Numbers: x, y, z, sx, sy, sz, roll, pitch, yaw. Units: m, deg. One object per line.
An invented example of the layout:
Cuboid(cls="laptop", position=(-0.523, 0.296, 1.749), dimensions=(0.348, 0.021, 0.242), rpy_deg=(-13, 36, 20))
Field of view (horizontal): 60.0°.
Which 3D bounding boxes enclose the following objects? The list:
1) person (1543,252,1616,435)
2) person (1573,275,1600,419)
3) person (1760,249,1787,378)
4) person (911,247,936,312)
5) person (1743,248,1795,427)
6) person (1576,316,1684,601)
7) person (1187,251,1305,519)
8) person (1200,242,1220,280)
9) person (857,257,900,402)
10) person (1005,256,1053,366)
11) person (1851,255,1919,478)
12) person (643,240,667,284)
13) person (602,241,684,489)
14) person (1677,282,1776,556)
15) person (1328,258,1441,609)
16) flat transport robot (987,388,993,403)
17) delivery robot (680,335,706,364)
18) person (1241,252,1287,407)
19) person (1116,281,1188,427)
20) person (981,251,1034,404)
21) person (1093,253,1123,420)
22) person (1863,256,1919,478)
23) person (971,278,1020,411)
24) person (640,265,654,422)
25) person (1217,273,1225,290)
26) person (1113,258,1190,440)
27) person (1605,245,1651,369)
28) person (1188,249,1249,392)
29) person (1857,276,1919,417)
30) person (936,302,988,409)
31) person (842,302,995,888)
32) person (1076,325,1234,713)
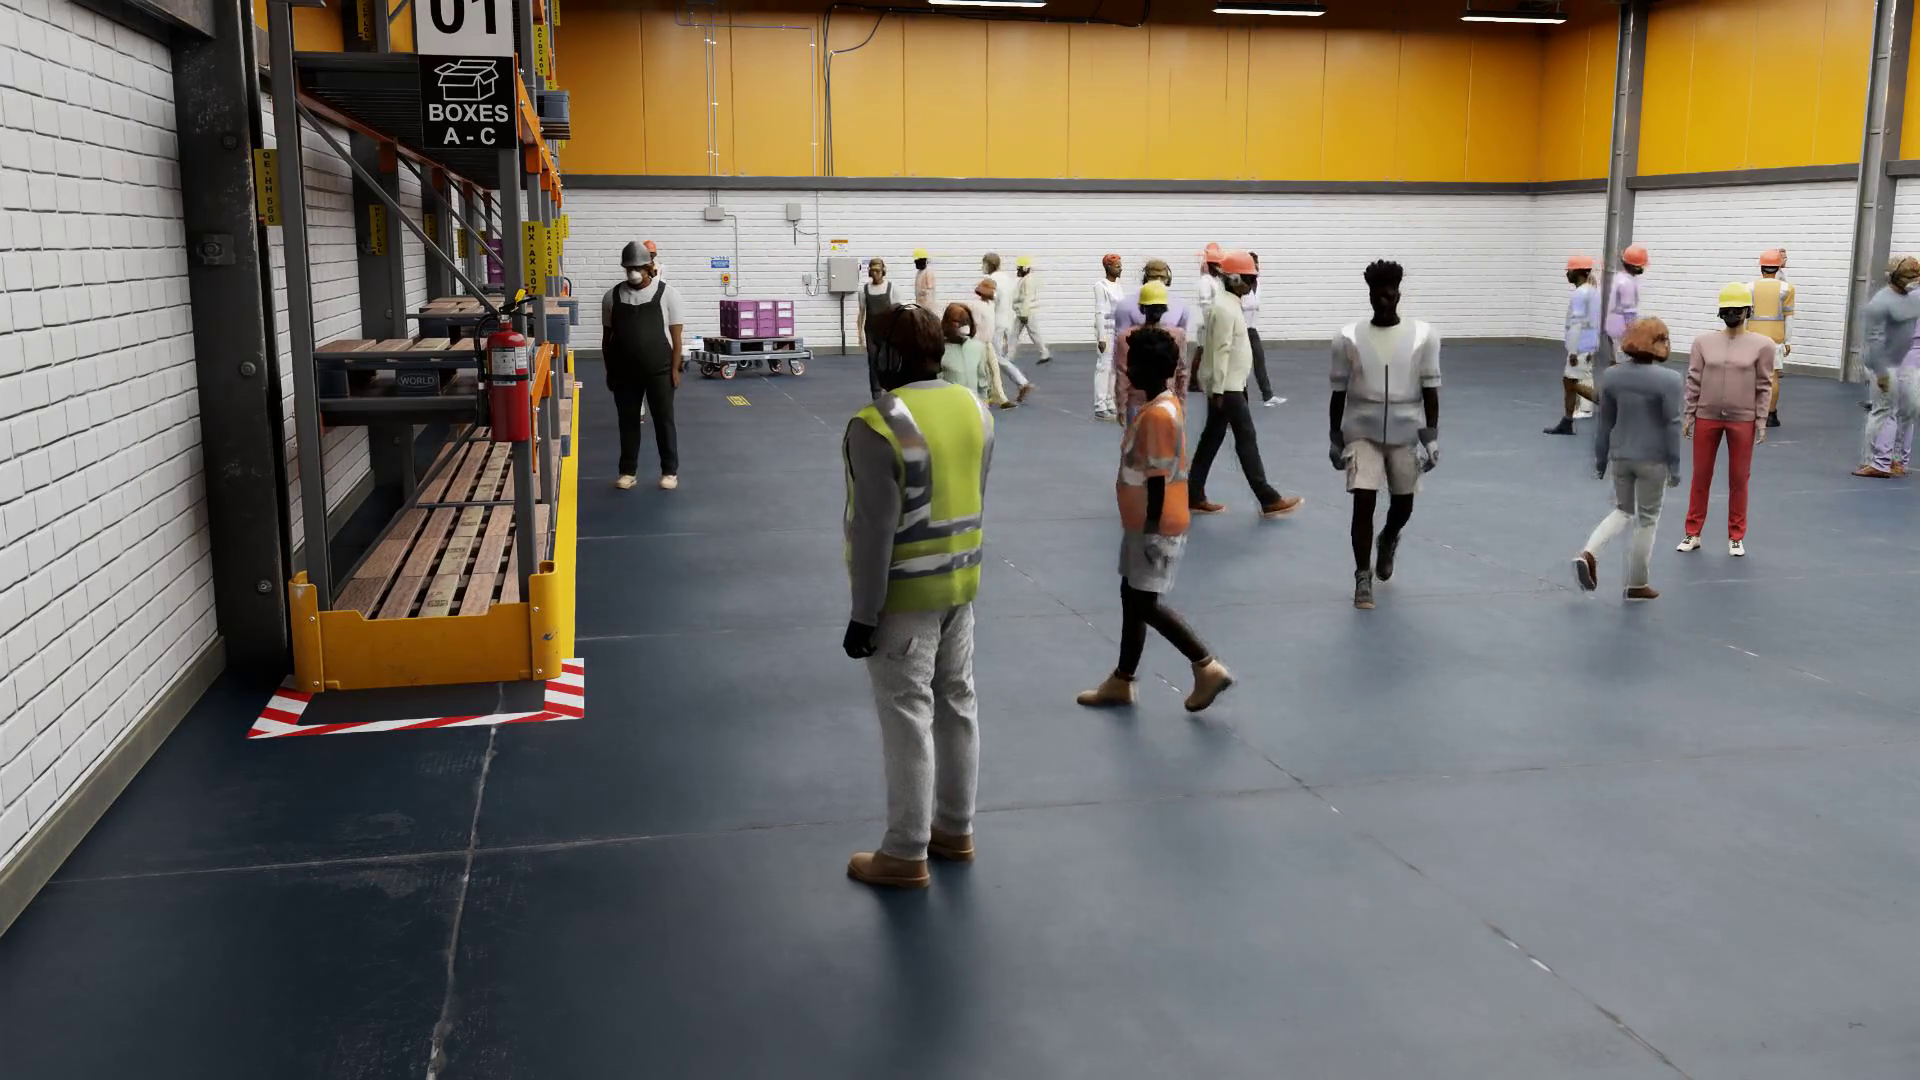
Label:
Cuboid(cls="person", position=(6.491, -2.012, 17.212), dimensions=(0.727, 1.914, 0.550), rpy_deg=(7, 12, 32))
Cuboid(cls="person", position=(7.153, -2.206, 19.042), dimensions=(0.311, 1.638, 0.522), rpy_deg=(4, 11, 19))
Cuboid(cls="person", position=(12.132, -3.379, 24.803), dimensions=(0.408, 1.908, 0.638), rpy_deg=(2, 11, 13))
Cuboid(cls="person", position=(-0.646, -3.802, 27.127), dimensions=(0.532, 1.907, 0.616), rpy_deg=(-4, 11, -23))
Cuboid(cls="person", position=(8.807, -2.204, 18.195), dimensions=(0.545, 1.943, 0.347), rpy_deg=(6, 12, 29))
Cuboid(cls="person", position=(3.771, -0.440, 9.319), dimensions=(0.477, 1.620, 0.504), rpy_deg=(-6, 12, -30))
Cuboid(cls="person", position=(2.082, -1.130, 12.221), dimensions=(0.908, 1.950, 0.641), rpy_deg=(2, 10, 8))
Cuboid(cls="person", position=(4.524, -4.366, 30.027), dimensions=(0.380, 1.993, 0.610), rpy_deg=(-2, 11, -13))
Cuboid(cls="person", position=(-0.971, -2.472, 19.989), dimensions=(0.541, 1.829, 0.423), rpy_deg=(1, 10, 5))
Cuboid(cls="person", position=(1.083, -3.707, 26.948), dimensions=(0.911, 1.792, 0.603), rpy_deg=(-2, 10, -10))
Cuboid(cls="person", position=(8.014, -1.484, 14.299), dimensions=(0.641, 1.908, 0.407), rpy_deg=(-6, 12, -31))
Cuboid(cls="person", position=(-5.174, -3.993, 27.881), dimensions=(0.611, 2.032, 0.419), rpy_deg=(-7, 12, -34))
Cuboid(cls="person", position=(-2.607, -1.425, 13.601), dimensions=(0.680, 2.000, 0.535), rpy_deg=(0, 10, 2))
Cuboid(cls="person", position=(4.962, -0.778, 10.780), dimensions=(0.522, 1.769, 0.310), rpy_deg=(6, 12, 31))
Cuboid(cls="person", position=(2.389, -0.617, 9.405), dimensions=(0.625, 1.941, 0.765), rpy_deg=(2, 10, 9))
Cuboid(cls="flat transport robot", position=(-0.062, -1.874, 20.996), dimensions=(0.652, 0.197, 1.431), rpy_deg=(-2, 10, -12))
Cuboid(cls="delivery robot", position=(-4.048, -2.944, 25.879), dimensions=(0.707, 0.478, 0.477), rpy_deg=(-4, 11, -23))
Cuboid(cls="person", position=(3.552, -2.536, 20.197), dimensions=(0.610, 1.871, 0.961), rpy_deg=(-10, 14, -43))
Cuboid(cls="person", position=(1.361, -0.949, 11.753), dimensions=(0.537, 1.746, 0.391), rpy_deg=(-1, 10, -7))
Cuboid(cls="person", position=(0.474, -2.638, 20.708), dimensions=(0.924, 1.905, 0.630), rpy_deg=(3, 11, 16))
Cuboid(cls="person", position=(1.711, -2.307, 18.932), dimensions=(0.356, 1.883, 0.573), rpy_deg=(5, 12, 27))
Cuboid(cls="person", position=(7.931, -1.450, 14.129), dimensions=(0.718, 1.897, 0.485), rpy_deg=(-6, 12, -30))
Cuboid(cls="person", position=(0.267, -2.334, 19.909), dimensions=(0.897, 1.582, 0.525), rpy_deg=(6, 12, 30))
Cuboid(cls="person", position=(-3.519, -2.211, 18.543), dimensions=(0.571, 1.881, 0.526), rpy_deg=(-1, 10, -7))
Cuboid(cls="person", position=(4.632, -4.067, 29.254), dimensions=(0.582, 1.684, 0.540), rpy_deg=(-5, 11, -25))
Cuboid(cls="person", position=(1.539, -1.340, 13.536), dimensions=(0.631, 1.907, 0.943), rpy_deg=(0, 10, -3))
Cuboid(cls="person", position=(7.511, -2.337, 18.835), dimensions=(0.395, 1.991, 0.756), rpy_deg=(2, 10, 11))
Cuboid(cls="person", position=(3.451, -2.900, 22.138), dimensions=(0.907, 1.902, 0.576), rpy_deg=(6, 12, 30))
Cuboid(cls="person", position=(10.940, -2.325, 19.305), dimensions=(0.608, 1.784, 0.945), rpy_deg=(-6, 12, -29))
Cuboid(cls="person", position=(-0.059, -0.854, 11.612), dimensions=(0.517, 1.617, 0.492), rpy_deg=(-9, 13, -40))
Cuboid(cls="person", position=(-0.156, 0.177, 5.275), dimensions=(0.430, 1.845, 0.624), rpy_deg=(8, 13, 36))
Cuboid(cls="person", position=(0.847, -0.072, 7.105), dimensions=(0.649, 1.685, 0.541), rpy_deg=(1, 10, 7))
